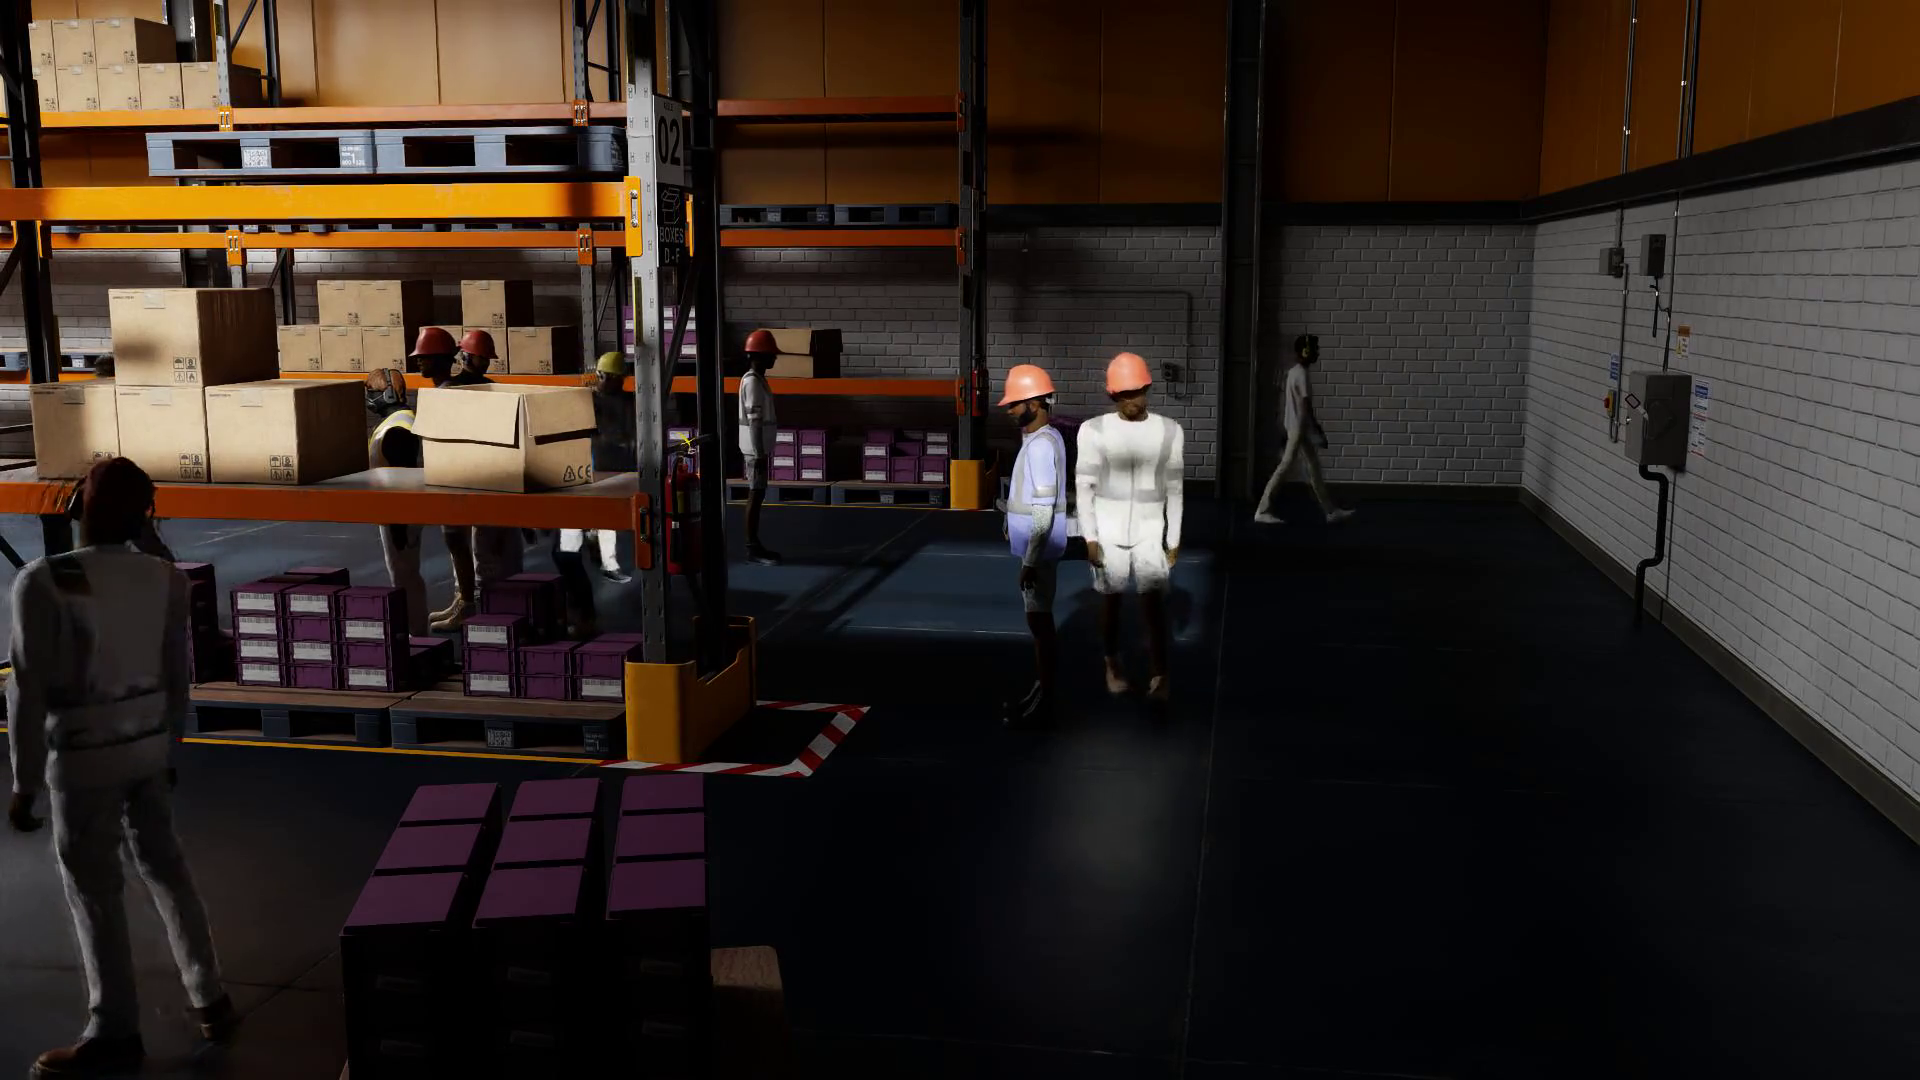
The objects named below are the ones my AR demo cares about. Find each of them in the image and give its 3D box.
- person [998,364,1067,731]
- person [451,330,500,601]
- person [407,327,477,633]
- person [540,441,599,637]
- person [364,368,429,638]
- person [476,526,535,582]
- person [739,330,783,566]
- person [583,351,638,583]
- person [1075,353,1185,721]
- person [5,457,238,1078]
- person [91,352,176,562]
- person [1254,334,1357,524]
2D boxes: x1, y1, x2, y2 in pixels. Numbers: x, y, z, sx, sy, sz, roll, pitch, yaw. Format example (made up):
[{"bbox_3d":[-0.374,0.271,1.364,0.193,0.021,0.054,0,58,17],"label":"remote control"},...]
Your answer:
[{"bbox_3d":[0.381,0.041,8.772,0.366,1.931,0.542,1,9,4],"label":"person"},{"bbox_3d":[-3.571,-0.558,12.313,0.392,1.987,0.611,3,10,20],"label":"person"},{"bbox_3d":[-3.457,-0.398,11.150,0.390,2.040,0.614,-3,10,-17],"label":"person"},{"bbox_3d":[-2.605,-0.180,10.922,0.491,1.670,0.567,1,9,9],"label":"person"},{"bbox_3d":[-3.459,-0.137,10.194,0.430,1.836,0.618,-3,10,-20],"label":"person"},{"bbox_3d":[-2.821,-0.075,10.185,0.493,1.721,0.565,-1,9,-4],"label":"person"},{"bbox_3d":[-1.631,-0.757,13.701,0.370,1.935,0.552,-1,9,-6],"label":"person"},{"bbox_3d":[-2.790,-0.581,13.018,0.592,1.807,0.603,6,11,32],"label":"person"},{"bbox_3d":[0.937,-0.029,9.091,0.614,1.968,1.099,0,9,0],"label":"person"},{"bbox_3d":[-2.526,0.687,5.023,0.386,1.857,0.676,3,10,19],"label":"person"},{"bbox_3d":[-5.679,-0.325,11.236,0.632,1.887,0.990,8,12,42],"label":"person"},{"bbox_3d":[3.283,-1.039,15.836,0.990,1.818,0.517,1,9,9],"label":"person"}]
